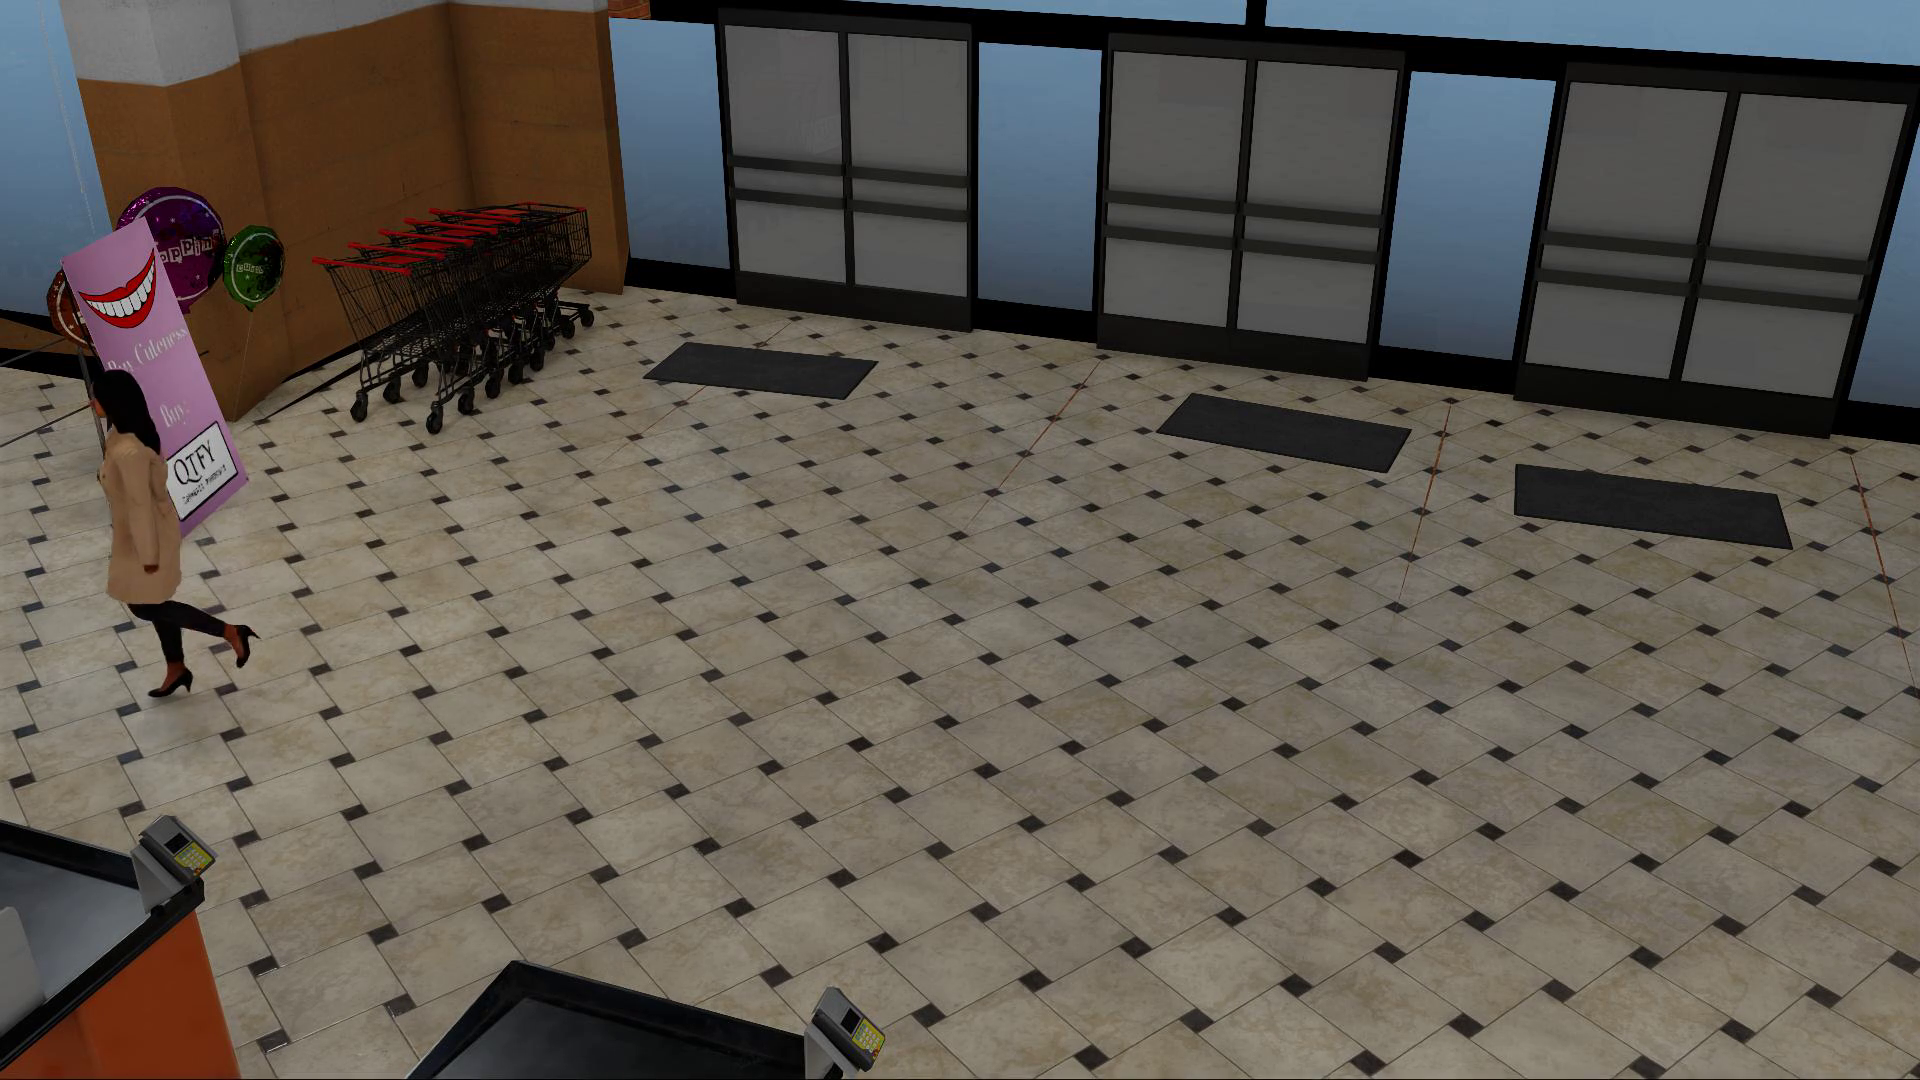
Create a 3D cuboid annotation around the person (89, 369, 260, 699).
[{"bbox_3d":[-3.699,0.000,7.791,0.964,1.669,0.913,-10,28,-18],"label":"person"}]
